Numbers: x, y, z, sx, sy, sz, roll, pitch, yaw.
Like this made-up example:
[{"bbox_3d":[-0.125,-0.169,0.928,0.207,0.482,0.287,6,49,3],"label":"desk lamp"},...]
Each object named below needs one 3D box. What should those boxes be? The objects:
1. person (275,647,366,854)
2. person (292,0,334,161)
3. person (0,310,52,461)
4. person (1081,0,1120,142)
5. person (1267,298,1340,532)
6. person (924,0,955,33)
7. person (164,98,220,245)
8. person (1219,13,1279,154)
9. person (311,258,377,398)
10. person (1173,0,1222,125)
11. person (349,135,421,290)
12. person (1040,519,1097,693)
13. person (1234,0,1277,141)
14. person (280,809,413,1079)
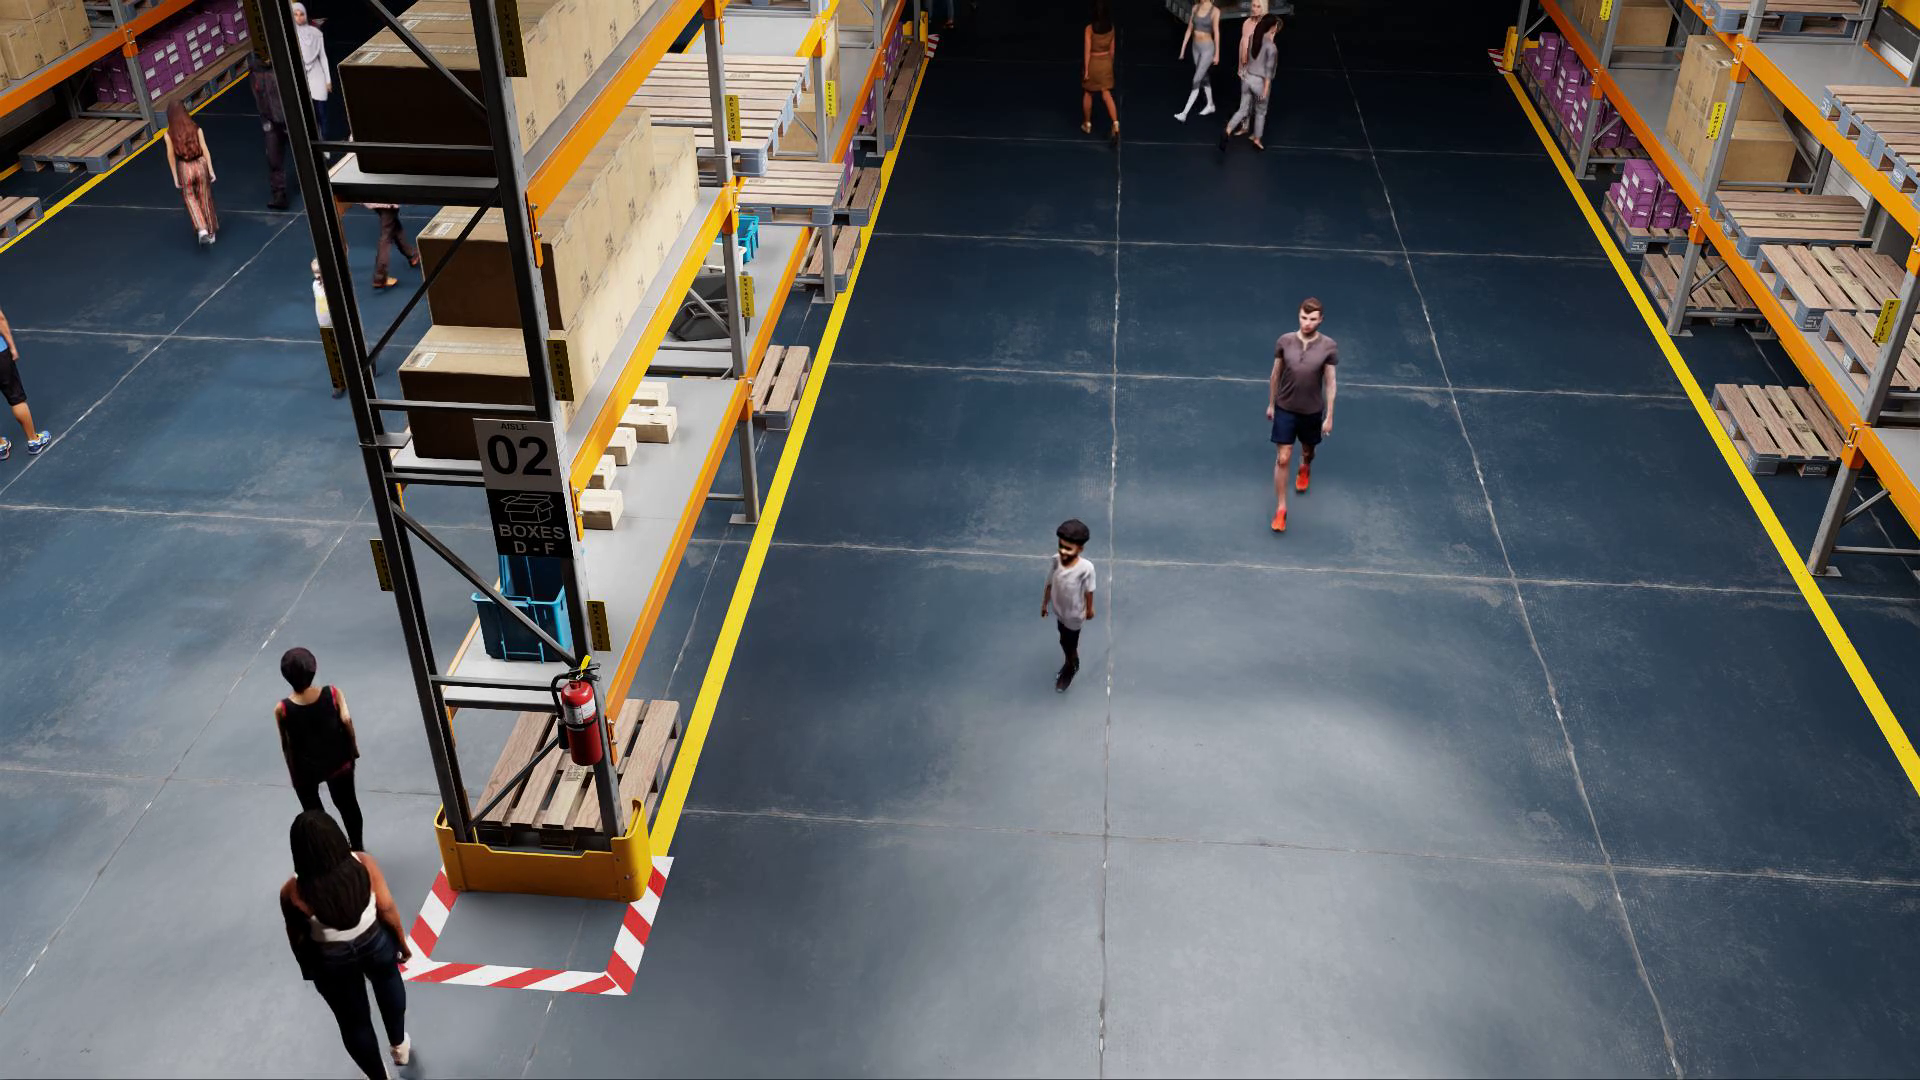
[{"bbox_3d":[-3.636,1.303,9.506,0.666,1.540,0.710,-17,37,-24],"label":"person"},{"bbox_3d":[-7.536,-5.356,19.320,0.743,1.766,0.950,-4,34,-7],"label":"person"},{"bbox_3d":[-7.911,-1.526,13.466,0.685,1.869,0.677,-9,35,-13],"label":"person"},{"bbox_3d":[1.685,-5.525,19.664,0.905,1.668,1.127,-14,36,-19],"label":"person"},{"bbox_3d":[2.635,-1.036,12.768,0.850,1.825,1.203,10,35,15],"label":"person"},{"bbox_3d":[-0.216,-7.974,23.353,0.926,1.662,0.971,-29,43,-36],"label":"person"},{"bbox_3d":[-7.875,-3.756,17.108,0.797,1.551,0.914,-16,37,-22],"label":"person"},{"bbox_3d":[3.370,-5.214,19.211,1.061,1.650,1.041,-22,40,-30],"label":"person"},{"bbox_3d":[-5.429,-1.910,14.587,0.580,1.267,0.778,9,35,14],"label":"person"},{"bbox_3d":[3.018,-5.953,20.316,1.149,1.659,1.044,-29,43,-36],"label":"person"},{"bbox_3d":[-5.684,-3.314,16.254,0.995,1.760,1.280,15,36,21],"label":"person"},{"bbox_3d":[0.767,0.390,11.145,0.607,1.248,0.667,22,39,29],"label":"person"},{"bbox_3d":[3.520,-5.633,19.777,0.682,1.722,0.705,25,41,32],"label":"person"},{"bbox_3d":[-2.927,2.083,8.104,0.813,1.793,0.861,-20,38,-27],"label":"person"}]
